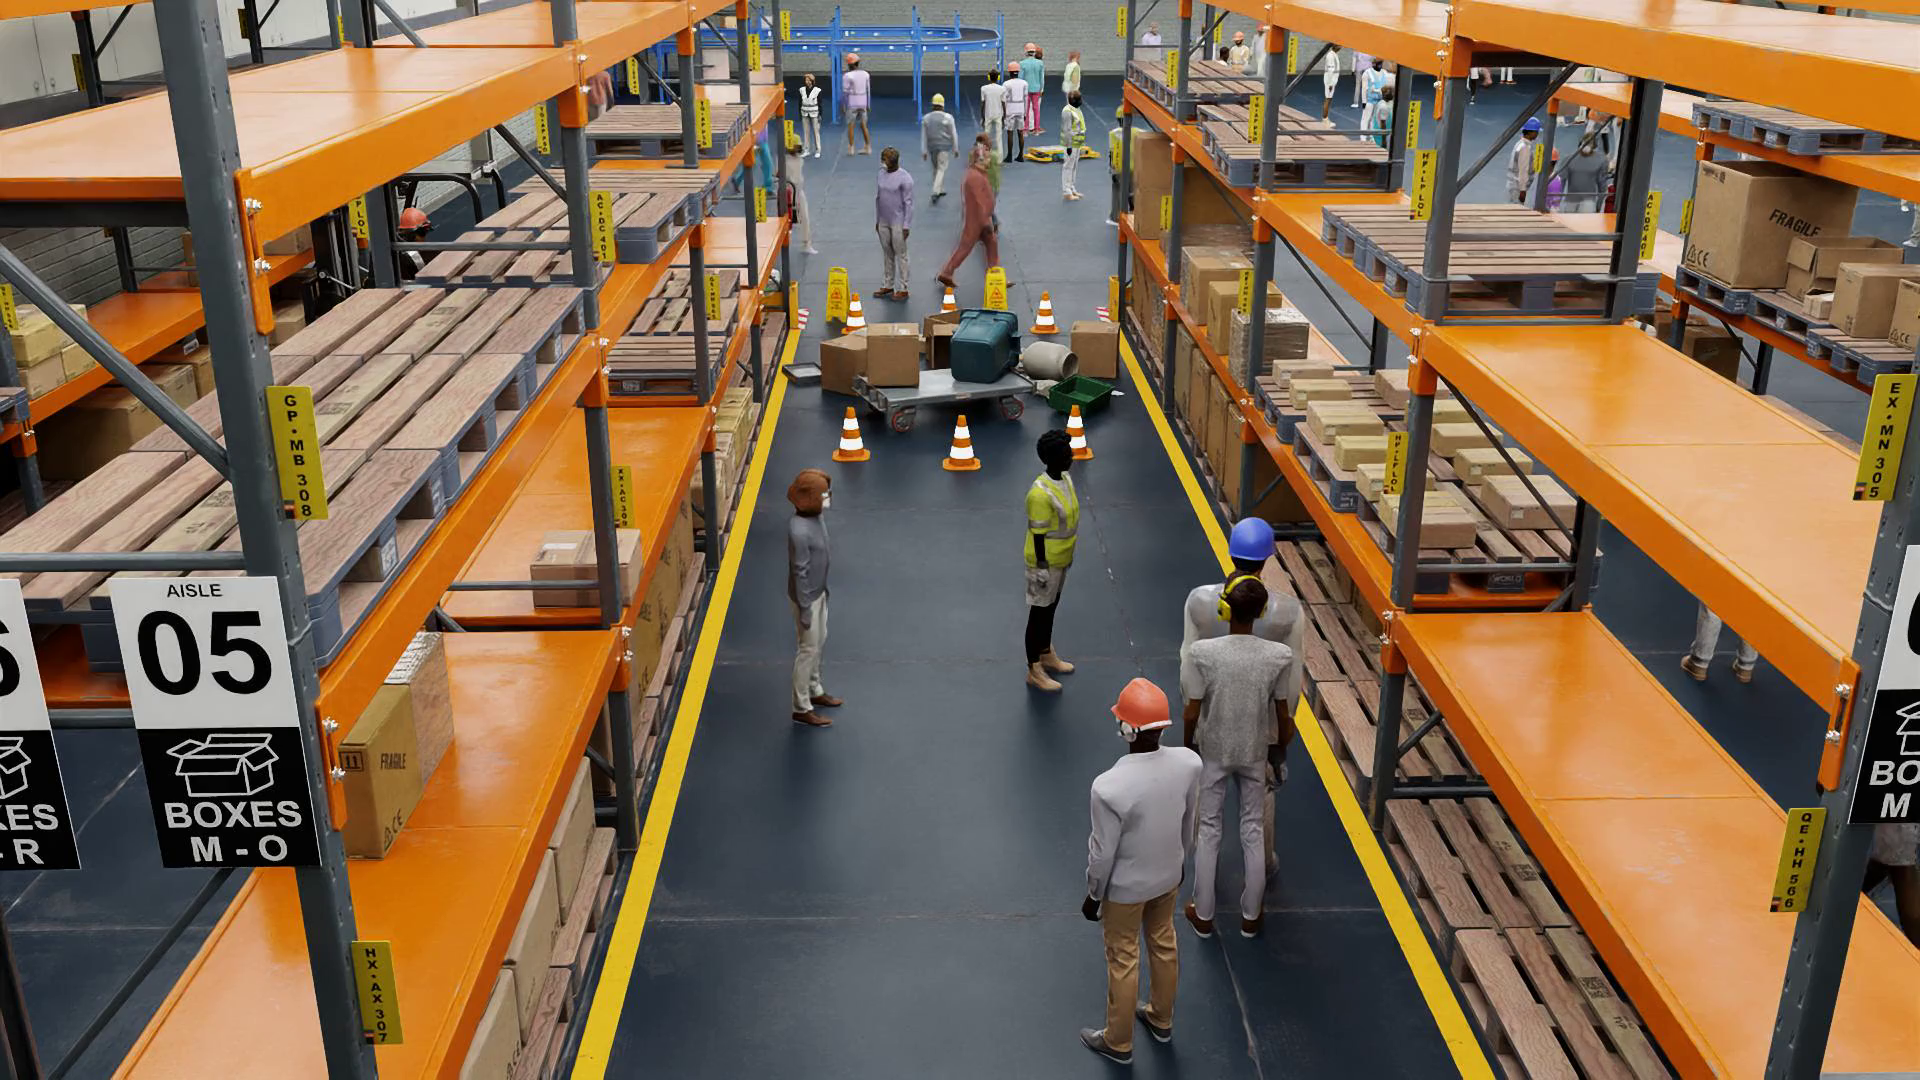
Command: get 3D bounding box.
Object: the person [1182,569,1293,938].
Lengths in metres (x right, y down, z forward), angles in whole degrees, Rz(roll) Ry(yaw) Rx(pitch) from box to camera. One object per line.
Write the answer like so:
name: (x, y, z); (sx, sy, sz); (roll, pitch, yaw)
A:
person: (1.294, 1.022, 7.886); (0.533, 1.872, 0.315); (1, 21, 2)

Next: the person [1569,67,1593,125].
person: (14.480, -10.488, 38.657); (0.508, 1.622, 0.287); (-17, 27, -38)

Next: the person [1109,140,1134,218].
person: (2.634, -6.015, 26.733); (0.532, 1.696, 0.318); (-4, 21, -10)

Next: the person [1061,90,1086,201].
person: (1.948, -6.778, 28.545); (0.430, 1.845, 0.619); (7, 22, 17)

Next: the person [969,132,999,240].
person: (0.375, -5.344, 25.080); (0.511, 1.603, 0.756); (9, 23, 23)

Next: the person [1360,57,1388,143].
person: (8.747, -9.261, 35.110); (0.622, 1.845, 0.430); (-9, 23, -23)

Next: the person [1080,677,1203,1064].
person: (0.747, 1.398, 7.057); (0.564, 1.751, 0.330); (-14, 25, -33)

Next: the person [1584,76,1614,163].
person: (12.625, -8.277, 32.752); (0.636, 1.675, 0.386); (10, 23, 25)

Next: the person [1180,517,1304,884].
person: (1.396, 0.819, 8.316); (0.605, 1.948, 0.405); (6, 22, 17)

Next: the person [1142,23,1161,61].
person: (5.155, -12.862, 44.538); (0.652, 1.906, 0.404); (-15, 25, -34)

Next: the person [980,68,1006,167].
person: (0.642, -8.156, 32.173); (0.504, 1.861, 0.329); (1, 21, 4)

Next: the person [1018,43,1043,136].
person: (1.543, -9.900, 36.585); (0.612, 1.995, 0.376); (-8, 22, -21)

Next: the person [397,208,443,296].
person: (-5.206, -2.214, 16.226); (0.417, 2.034, 0.604); (8, 22, 21)

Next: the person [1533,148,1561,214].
person: (7.377, -4.017, 21.120); (0.378, 1.932, 0.551); (1, 21, 1)

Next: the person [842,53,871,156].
person: (-2.094, -8.804, 33.645); (0.672, 2.024, 0.448); (-17, 26, -37)

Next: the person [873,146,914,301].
person: (-0.846, -4.021, 21.131); (0.372, 1.935, 0.627); (-19, 28, -40)

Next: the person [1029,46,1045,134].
person: (1.712, -10.020, 37.057); (0.354, 1.883, 0.576); (9, 22, 22)

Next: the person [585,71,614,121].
person: (-7.469, -9.074, 34.428); (0.656, 1.968, 0.715); (2, 21, 4)

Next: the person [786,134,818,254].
person: (-2.476, -5.038, 24.140); (0.861, 1.711, 0.479); (17, 26, 37)

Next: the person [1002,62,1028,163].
person: (1.061, -8.422, 32.767); (0.543, 1.931, 0.387); (-9, 22, -22)

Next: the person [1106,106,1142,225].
person: (2.625, -5.796, 25.938); (0.608, 1.866, 0.850); (-7, 22, -18)

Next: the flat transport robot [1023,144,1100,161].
flat transport robot: (2.029, -7.779, 33.376); (1.431, 0.197, 0.652); (-11, 23, -27)

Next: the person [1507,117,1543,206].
person: (8.099, -5.105, 23.996); (0.417, 1.939, 0.603); (5, 21, 12)

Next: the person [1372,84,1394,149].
person: (7.485, -7.130, 29.491); (0.348, 1.841, 0.507); (3, 21, 8)

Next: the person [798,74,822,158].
person: (-3.005, -8.528, 33.452); (0.517, 1.641, 0.308); (7, 22, 17)

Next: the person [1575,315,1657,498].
person: (5.426, -1.186, 13.762); (0.505, 1.847, 0.346); (-3, 21, -7)

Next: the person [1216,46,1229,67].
person: (5.731, -9.930, 36.790); (0.402, 1.910, 0.598); (-6, 21, -15)

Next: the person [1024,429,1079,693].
person: (0.578, 0.114, 10.528); (0.320, 1.698, 0.531); (8, 22, 20)

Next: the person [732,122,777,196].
person: (-3.570, -6.915, 28.939); (0.795, 1.824, 0.565); (9, 22, 21)

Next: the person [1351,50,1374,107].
person: (10.214, -11.933, 42.082); (0.601, 1.913, 0.421); (-1, 21, -1)

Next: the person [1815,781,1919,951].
person: (4.340, 1.128, 7.606); (0.574, 1.883, 1.027); (-1, 21, -3)

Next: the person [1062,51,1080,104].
person: (2.484, -9.885, 36.819); (0.403, 1.804, 0.747); (-5, 21, -14)

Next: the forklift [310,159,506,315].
forklift: (-5.622, -2.910, 17.832); (2.313, 2.155, 1.214); (-1, 21, -1)

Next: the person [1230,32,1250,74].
person: (6.849, -11.524, 40.980); (0.539, 1.929, 0.385); (19, 28, 40)

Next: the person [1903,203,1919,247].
person: (14.310, -5.195, 24.513); (0.486, 1.736, 0.322); (0, 21, -1)

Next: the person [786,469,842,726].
person: (-0.898, 0.340, 10.037); (0.278, 1.621, 0.511); (3, 21, 8)

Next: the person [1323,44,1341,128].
person: (8.530, -10.486, 38.083); (0.396, 2.033, 0.605); (6, 22, 15)

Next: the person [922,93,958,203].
person: (-0.372, -6.685, 28.371); (0.591, 1.799, 0.881); (8, 22, 21)

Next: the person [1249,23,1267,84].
person: (8.487, -13.829, 47.355); (0.864, 1.705, 0.596); (-18, 27, -39)

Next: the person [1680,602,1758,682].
person: (4.943, 0.027, 10.560); (0.625, 1.845, 0.429); (3, 21, 9)

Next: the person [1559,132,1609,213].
person: (8.453, -4.606, 22.740); (0.639, 1.881, 1.028); (12, 24, 29)

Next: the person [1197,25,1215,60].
person: (6.470, -12.673, 44.068); (0.584, 1.883, 0.337); (17, 27, 38)

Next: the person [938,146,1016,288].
person: (0.190, -4.209, 21.736); (0.984, 1.863, 0.641); (4, 21, 9)
